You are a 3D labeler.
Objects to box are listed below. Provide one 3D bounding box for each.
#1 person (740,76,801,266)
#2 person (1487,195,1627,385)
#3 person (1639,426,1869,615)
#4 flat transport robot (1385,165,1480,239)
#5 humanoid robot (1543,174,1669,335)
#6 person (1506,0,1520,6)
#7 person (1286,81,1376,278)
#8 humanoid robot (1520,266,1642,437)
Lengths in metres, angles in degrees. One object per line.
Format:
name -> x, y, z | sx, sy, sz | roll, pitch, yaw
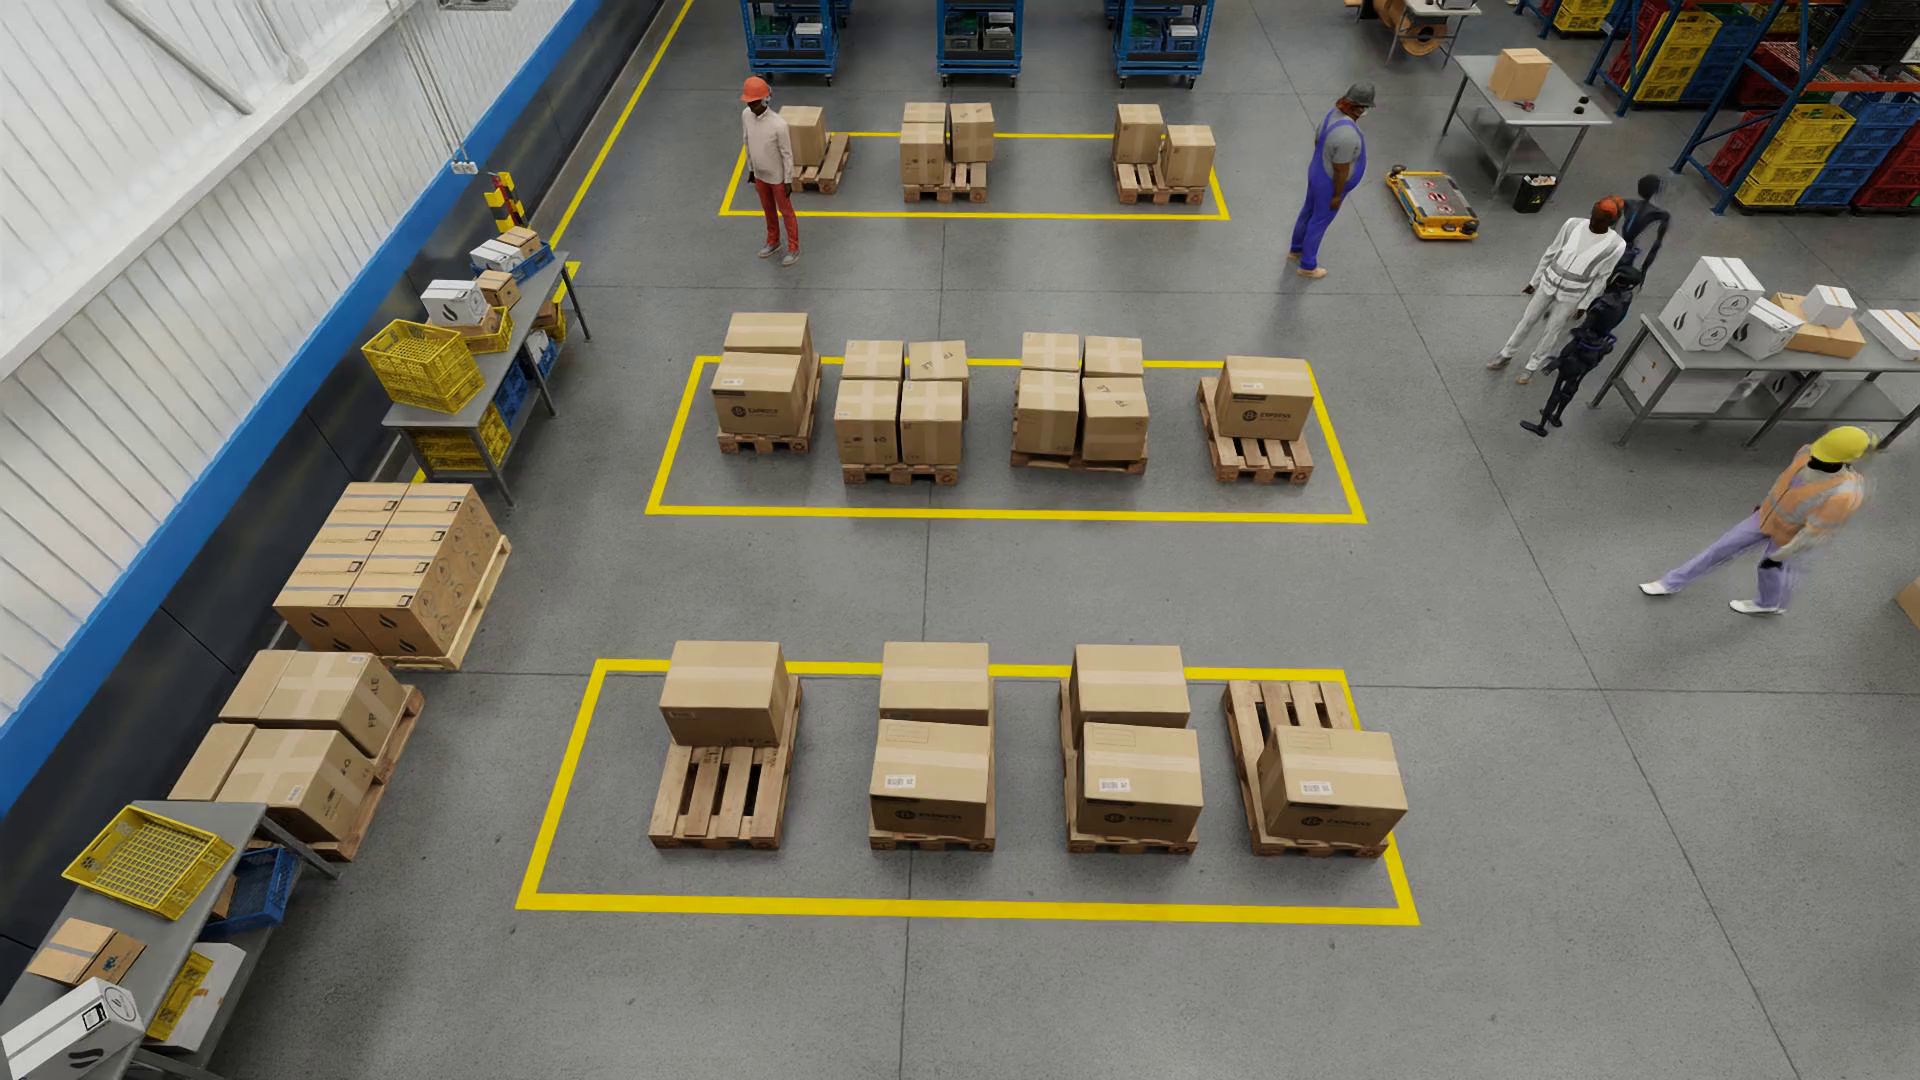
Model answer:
person -> -2.028, -3.908, 9.776 | 0.610, 1.994, 0.377 | 25, 54, 20
person -> 5.535, -2.293, 8.448 | 0.355, 1.887, 0.573 | -31, 56, -24
person -> 5.887, -0.110, 6.572 | 1.010, 1.863, 0.631 | 3, 49, 2
flat transport robot -> 5.692, -4.094, 11.059 | 0.652, 0.197, 1.431 | 1, 49, 1
humanoid robot -> 6.421, -2.743, 8.980 | 0.411, 1.634, 0.660 | -27, 54, -21
person -> 9.105, -9.723, 14.992 | 0.974, 1.698, 0.533 | 14, 51, 12
person -> 3.931, -3.786, 9.640 | 0.536, 2.000, 0.673 | -2, 49, -2
humanoid robot -> 5.435, -1.639, 8.010 | 0.593, 1.657, 0.324 | -23, 53, -19
